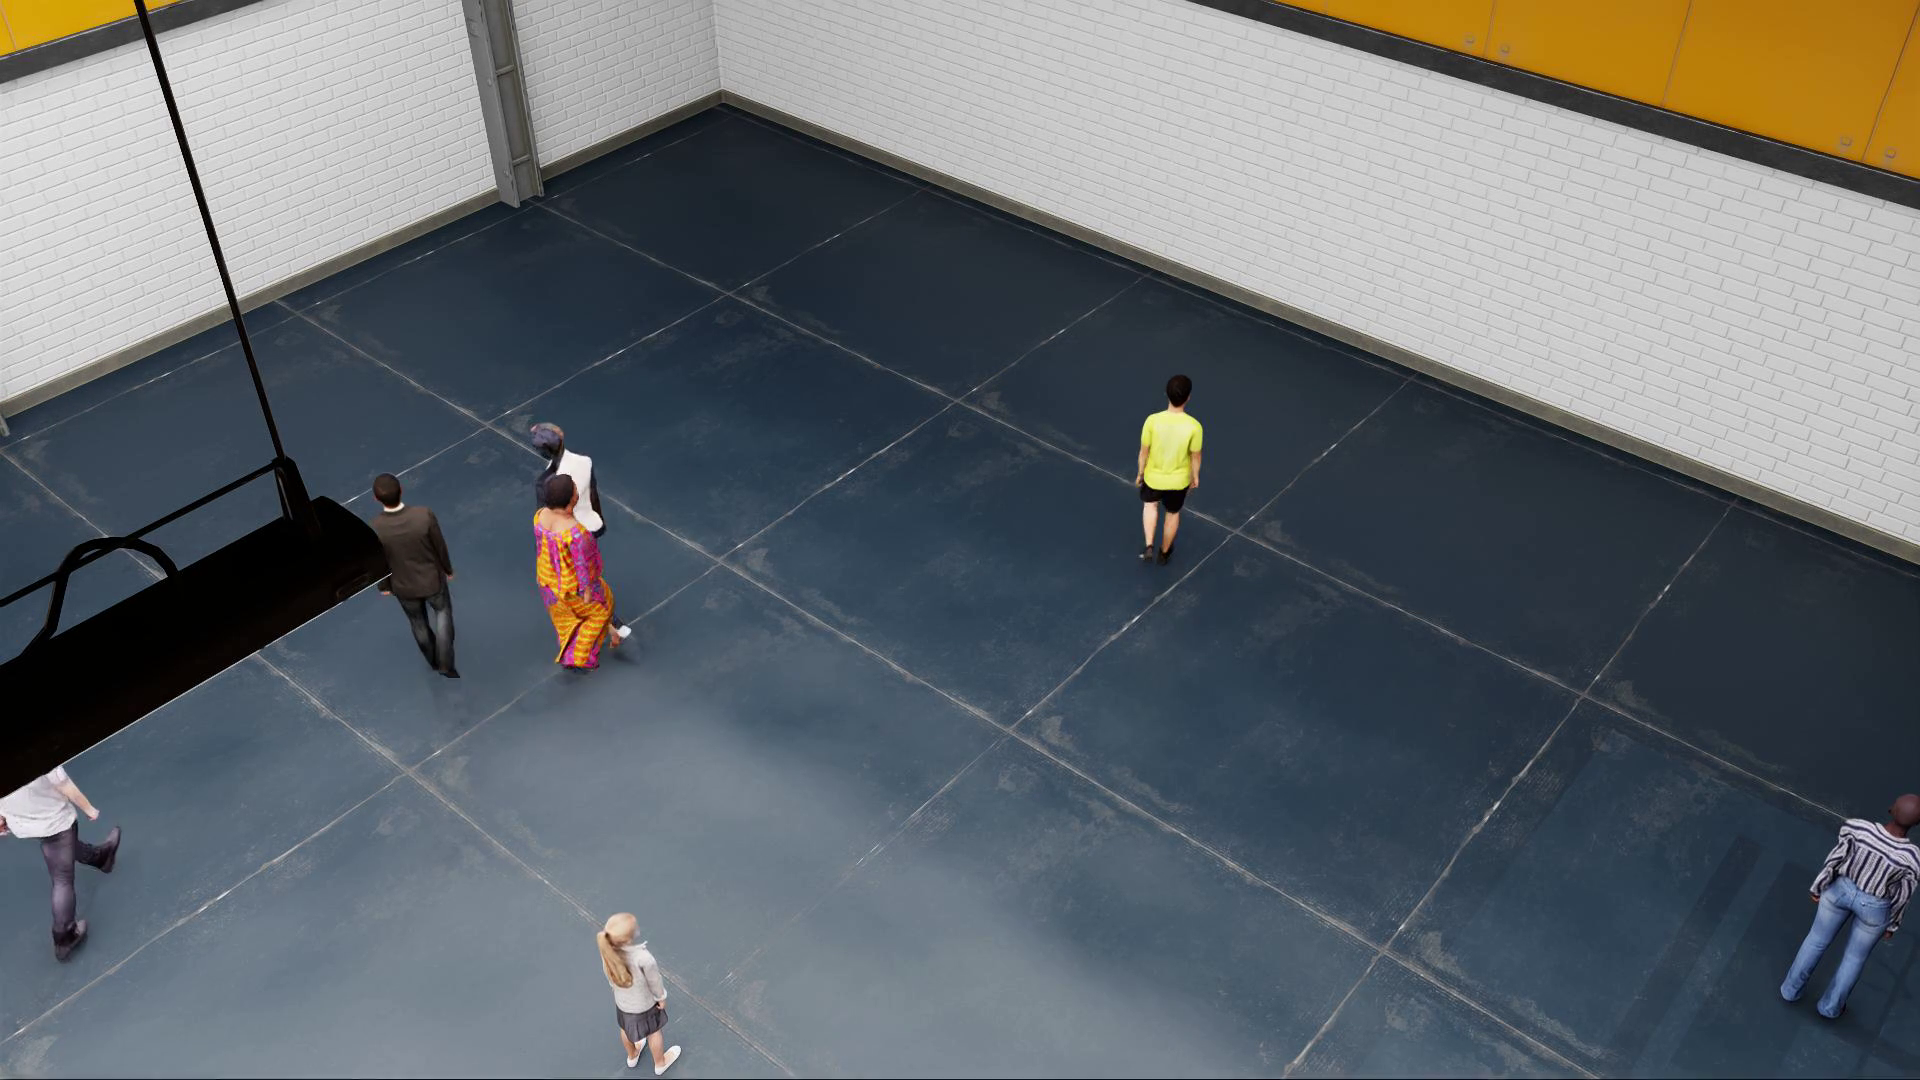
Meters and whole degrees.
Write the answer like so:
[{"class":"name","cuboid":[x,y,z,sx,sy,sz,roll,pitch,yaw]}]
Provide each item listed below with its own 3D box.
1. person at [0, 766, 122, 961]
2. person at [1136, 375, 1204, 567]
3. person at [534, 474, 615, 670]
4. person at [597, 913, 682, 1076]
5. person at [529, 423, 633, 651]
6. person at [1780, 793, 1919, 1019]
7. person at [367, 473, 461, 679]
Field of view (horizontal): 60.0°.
[{"class":"person","cuboid":[-5.534,1.760,9.967,1.110,1.783,1.299,5,39,6]},{"class":"person","cuboid":[1.593,-0.470,12.828,0.793,1.698,0.847,7,39,8]},{"class":"person","cuboid":[-2.847,0.282,11.922,0.661,1.654,0.772,23,44,26]},{"class":"person","cuboid":[-1.830,2.552,9.384,0.578,1.275,0.607,12,40,15]},{"class":"person","cuboid":[-2.761,-0.010,12.121,0.868,1.863,1.075,21,43,24]},{"class":"person","cuboid":[5.141,2.099,9.534,0.638,1.795,0.539,30,48,32]},{"class":"person","cuboid":[-3.839,0.303,11.785,0.957,1.792,0.983,-12,40,-15]}]
